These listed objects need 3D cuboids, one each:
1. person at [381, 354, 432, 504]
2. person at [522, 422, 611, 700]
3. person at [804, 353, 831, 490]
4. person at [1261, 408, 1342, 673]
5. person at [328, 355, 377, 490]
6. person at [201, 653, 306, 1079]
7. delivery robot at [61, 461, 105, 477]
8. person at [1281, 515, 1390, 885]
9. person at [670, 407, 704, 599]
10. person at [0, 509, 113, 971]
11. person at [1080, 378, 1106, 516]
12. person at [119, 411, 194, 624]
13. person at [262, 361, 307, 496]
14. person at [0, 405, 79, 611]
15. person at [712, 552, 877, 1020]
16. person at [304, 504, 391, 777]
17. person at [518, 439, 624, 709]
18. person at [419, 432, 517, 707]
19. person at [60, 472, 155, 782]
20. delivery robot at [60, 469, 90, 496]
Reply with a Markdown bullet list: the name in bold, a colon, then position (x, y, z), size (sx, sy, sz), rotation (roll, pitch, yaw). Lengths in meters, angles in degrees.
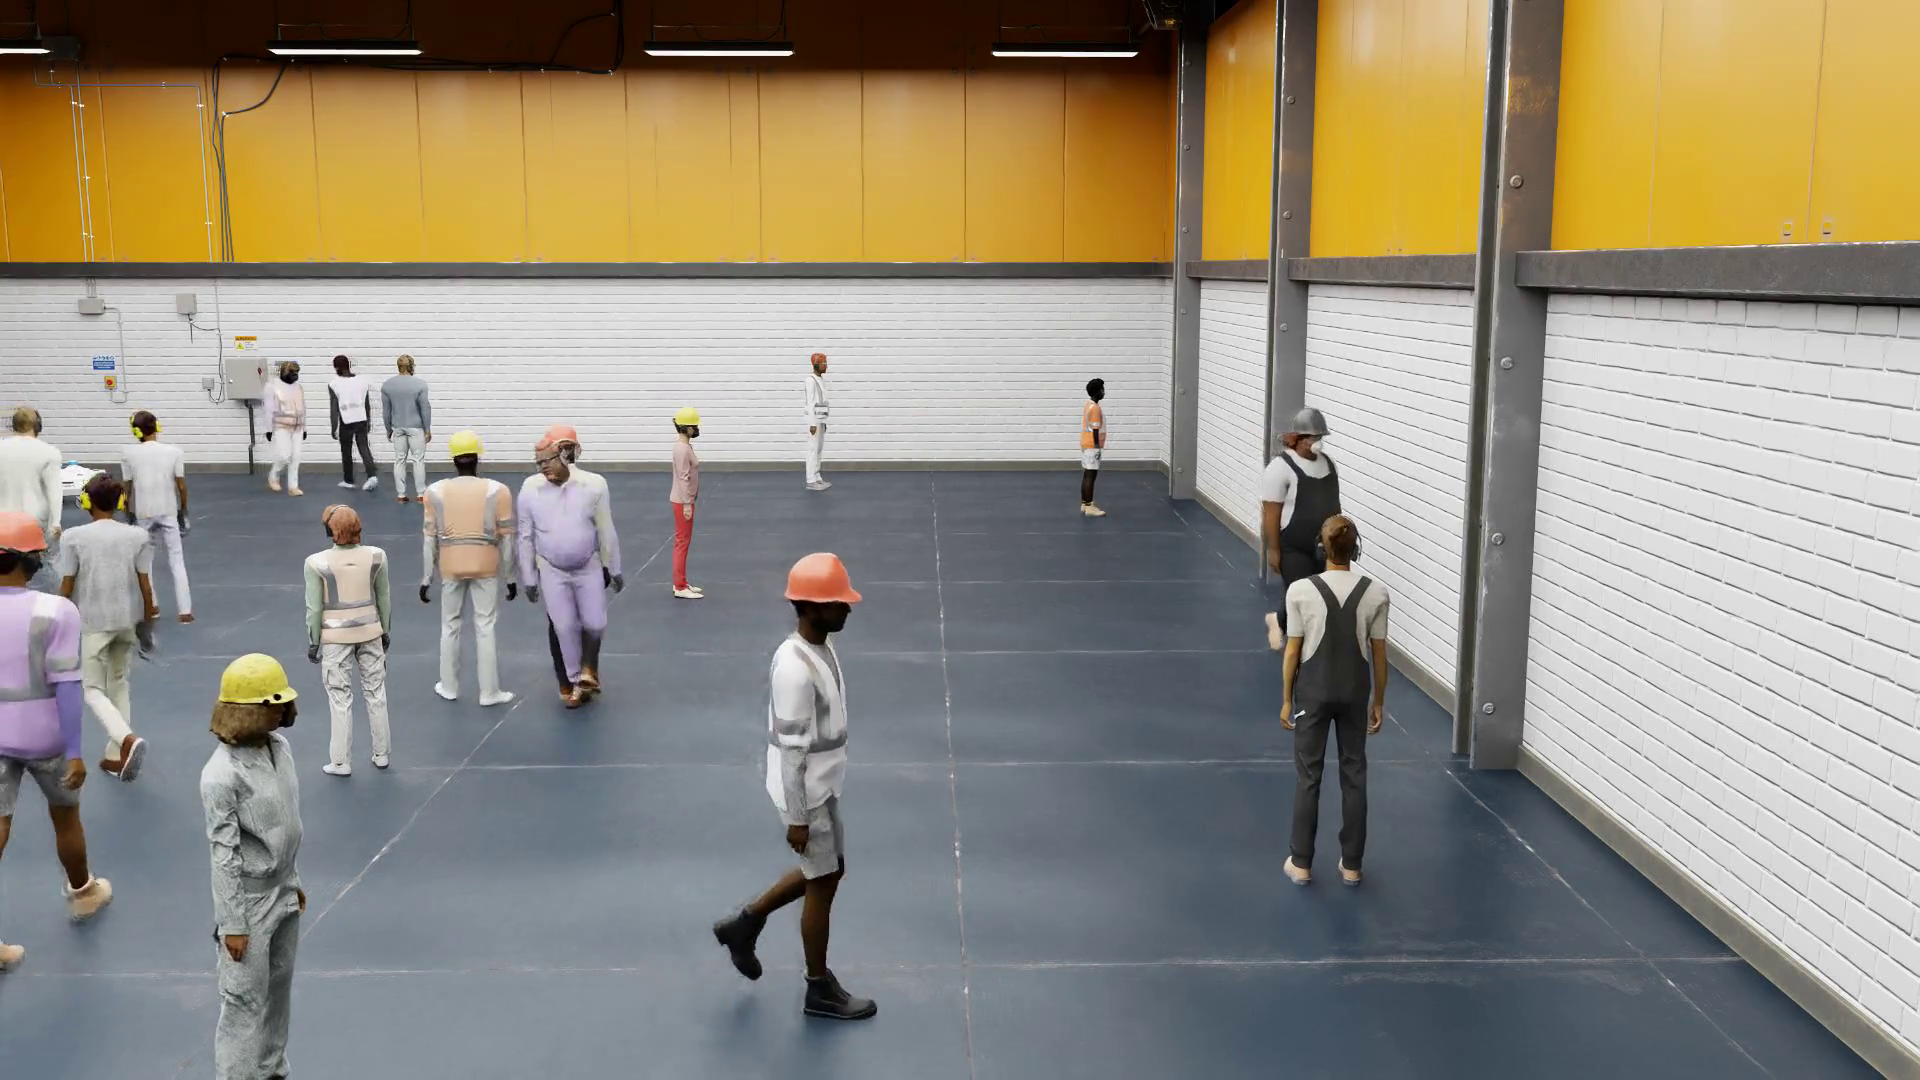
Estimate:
- **person**: position (-7.122, -1.421, 21.462), size (0.627, 1.936, 0.375), rotation (1, 9, 6)
- **person**: position (-2.753, 0.156, 11.696), size (0.619, 1.968, 0.433), rotation (-2, 9, -9)
- **person**: position (-1.968, -1.635, 22.923), size (0.337, 1.882, 0.585), rotation (2, 9, 11)
- **person**: position (2.558, -0.021, 12.555), size (0.689, 2.000, 0.773), rotation (-6, 11, -31)
- **person**: position (-8.340, -1.607, 22.854), size (0.946, 1.863, 0.617), rotation (9, 13, 44)
- **person**: position (-2.388, 1.241, 5.726), size (0.319, 1.742, 0.492), rotation (1, 9, 3)
- **delivery robot**: position (-11.446, -0.783, 21.480), size (0.707, 0.478, 0.477), rotation (-3, 10, -19)
- **person**: position (1.842, 0.793, 8.190), size (0.504, 1.841, 0.334), rotation (0, 9, 2)
- **person**: position (-2.516, -0.346, 15.387), size (0.326, 1.767, 0.533), rotation (-2, 9, -10)
- **person**: position (-4.158, 0.856, 7.351), size (0.627, 1.992, 1.041), rotation (-1, 9, -3)
- **person**: position (1.642, -1.143, 20.486), size (0.320, 1.695, 0.537), rotation (-1, 9, -4)
- **person**: position (-6.931, -0.193, 14.296), size (0.523, 1.828, 0.645), rotation (-4, 10, -23)
- **person**: position (-9.006, -1.489, 22.258), size (0.461, 1.810, 0.646), rotation (6, 11, 31)
- **person**: position (-7.875, -0.187, 14.064), size (0.621, 1.895, 0.987), rotation (-1, 9, -5)
- **person**: position (-0.681, 0.991, 6.721), size (0.628, 1.924, 0.545), rotation (1, 9, 7)
- **person**: position (-3.654, 0.598, 9.971), size (0.515, 1.645, 0.309), rotation (-8, 12, -41)
- **person**: position (-2.718, 0.219, 11.628), size (0.696, 1.868, 0.592), rotation (-2, 9, -12)
- **person**: position (-3.431, 0.204, 11.619), size (0.668, 1.904, 0.561), rotation (-2, 9, -12)
- **person**: position (-4.998, 0.528, 9.799), size (0.664, 1.840, 0.538), rotation (8, 12, 41)
- **delivery robot**: position (-11.409, -0.711, 21.042), size (0.707, 0.478, 0.477), rotation (-2, 10, -15)
